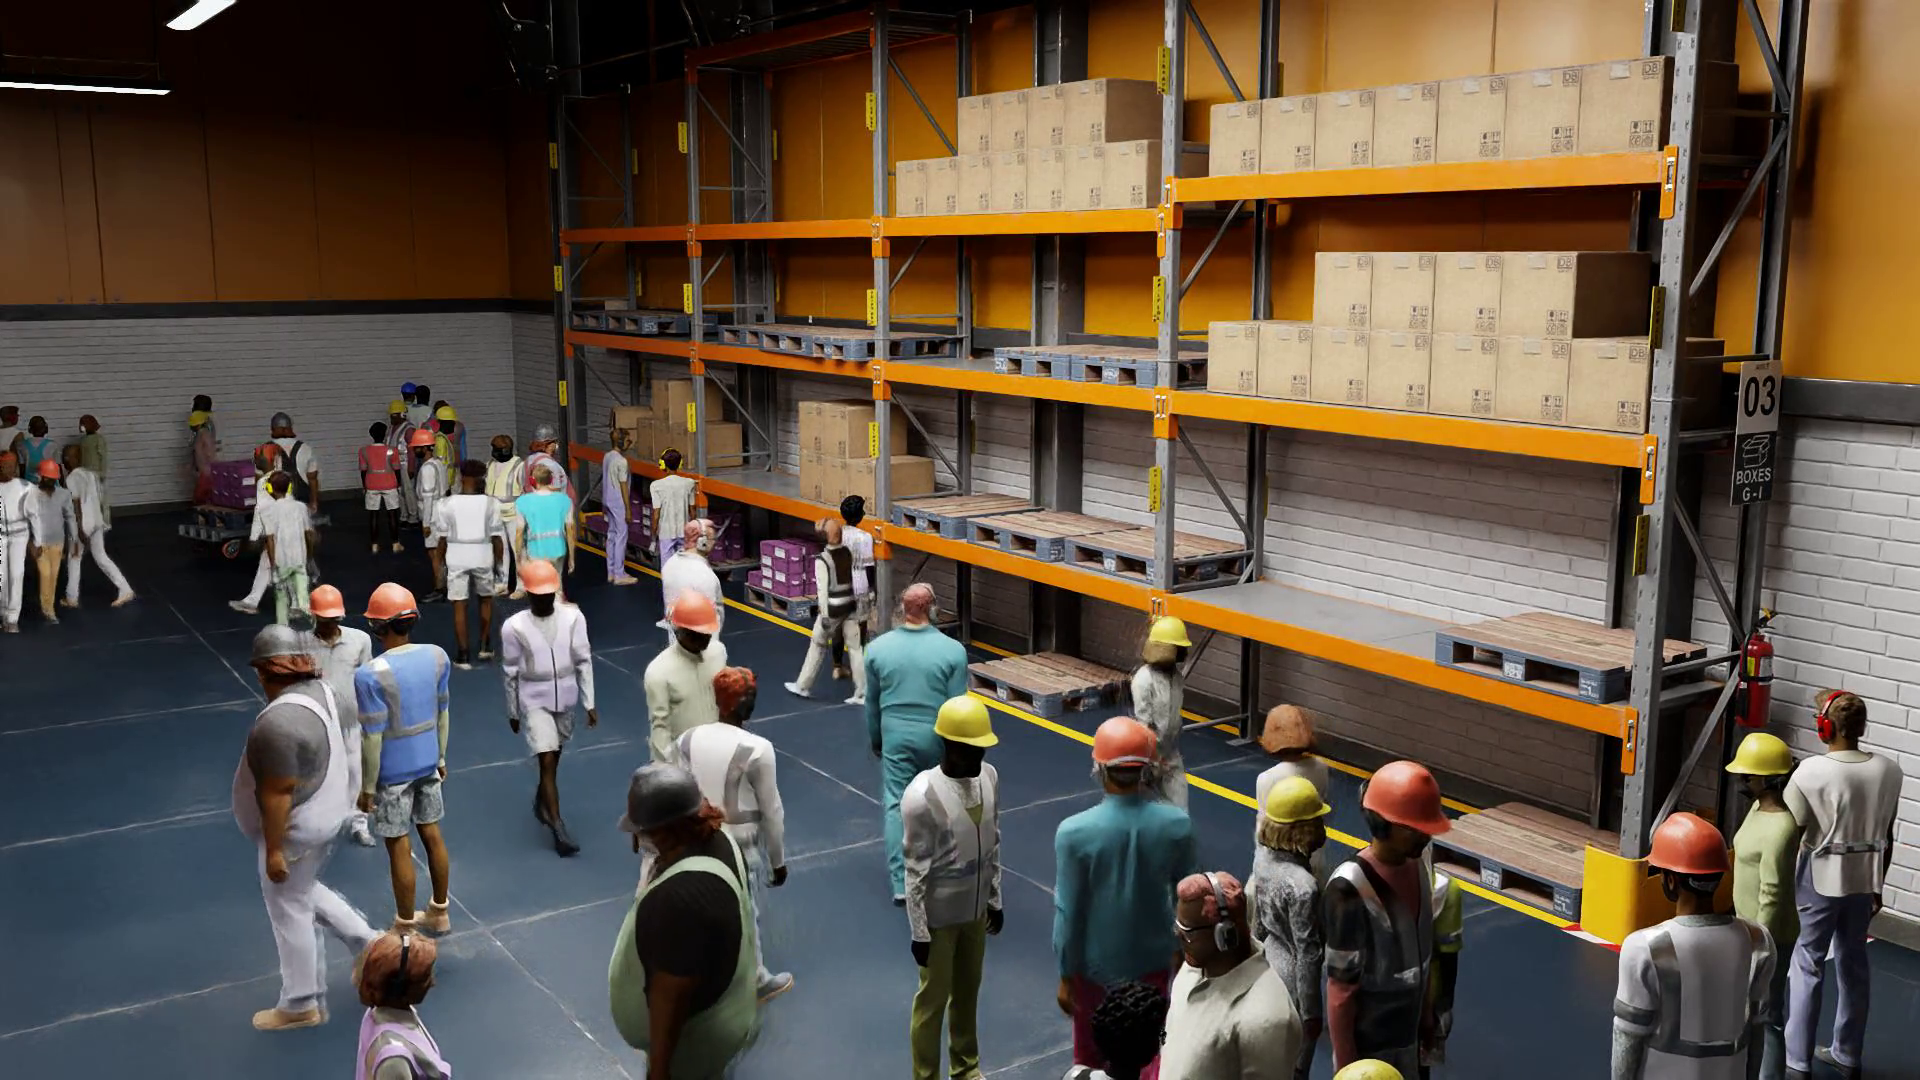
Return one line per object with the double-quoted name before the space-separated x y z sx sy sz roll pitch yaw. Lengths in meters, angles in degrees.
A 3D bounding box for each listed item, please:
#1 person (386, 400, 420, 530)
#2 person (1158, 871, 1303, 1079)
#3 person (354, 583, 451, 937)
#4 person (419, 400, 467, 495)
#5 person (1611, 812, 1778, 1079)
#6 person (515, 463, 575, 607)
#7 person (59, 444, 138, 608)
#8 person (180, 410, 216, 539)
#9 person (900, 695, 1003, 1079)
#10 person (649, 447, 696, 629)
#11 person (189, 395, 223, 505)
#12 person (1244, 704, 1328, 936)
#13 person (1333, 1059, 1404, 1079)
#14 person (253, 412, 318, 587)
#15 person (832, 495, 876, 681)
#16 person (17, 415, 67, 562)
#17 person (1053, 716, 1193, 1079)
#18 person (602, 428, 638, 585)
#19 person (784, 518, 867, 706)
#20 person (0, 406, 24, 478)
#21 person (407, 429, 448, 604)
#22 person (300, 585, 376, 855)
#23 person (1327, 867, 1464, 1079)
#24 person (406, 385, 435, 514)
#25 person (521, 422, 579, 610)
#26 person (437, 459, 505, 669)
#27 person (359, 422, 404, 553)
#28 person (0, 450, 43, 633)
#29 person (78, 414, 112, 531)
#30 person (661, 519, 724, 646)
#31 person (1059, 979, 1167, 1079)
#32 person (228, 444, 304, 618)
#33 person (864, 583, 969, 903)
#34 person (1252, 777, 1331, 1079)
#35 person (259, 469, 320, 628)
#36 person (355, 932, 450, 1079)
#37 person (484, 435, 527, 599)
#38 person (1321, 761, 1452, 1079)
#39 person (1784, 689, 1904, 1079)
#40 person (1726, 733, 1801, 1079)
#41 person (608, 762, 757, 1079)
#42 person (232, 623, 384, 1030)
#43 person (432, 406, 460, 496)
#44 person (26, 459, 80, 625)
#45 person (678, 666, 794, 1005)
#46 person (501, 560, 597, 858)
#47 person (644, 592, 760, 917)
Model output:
"person" -7.795 -1.052 23.246 0.404 1.826 0.596 -9 13 -42
"person" 0.816 1.970 5.299 0.401 1.894 0.653 -3 10 -15
"person" -3.063 1.242 9.122 0.372 2.044 0.607 5 11 28
"person" -7.136 -1.010 22.974 0.627 1.835 0.431 -4 10 -22
"person" 2.468 1.881 5.714 0.543 1.929 0.386 -1 10 -7
"person" -3.992 0.170 16.042 0.596 1.823 0.468 -6 11 -32
"person" -9.393 -0.143 17.979 0.847 1.806 0.514 2 10 9
"person" -10.230 -0.877 22.400 0.624 1.740 0.555 -6 12 -33
"person" -0.007 1.611 7.320 0.397 1.920 0.587 8 13 39
"person" -2.942 -0.019 17.032 0.535 1.869 0.314 -7 12 -34
"person" -10.798 -1.162 23.821 0.429 1.846 0.625 -1 10 -8
"person" 1.584 1.603 8.266 0.513 1.610 0.539 -6 12 -33
"person" 1.038 2.201 4.402 0.320 1.738 0.483 -1 10 -9
"person" -7.818 -0.484 19.257 0.690 2.000 0.535 -8 13 -40
"person" -0.963 0.440 14.840 0.539 1.695 0.319 7 12 37
"person" -11.437 -0.631 20.738 0.501 1.839 0.346 -3 10 -15
"person" 0.697 1.697 6.761 0.650 1.952 0.977 -2 10 -14
"person" -3.960 -0.387 19.311 0.354 1.835 0.517 -7 12 -35
"person" -1.108 0.609 14.147 0.837 1.589 0.505 7 12 36
"person" -12.630 -0.864 22.104 0.562 1.834 0.401 4 11 25
"person" -5.830 -0.257 18.271 0.380 1.933 0.545 -1 10 -7
"person" -3.996 1.137 10.613 0.566 1.744 0.350 -6 12 -33
"person" 1.736 1.833 6.683 0.535 1.694 0.319 4 10 20
"person" -7.942 -1.326 24.583 0.587 1.913 0.395 4 10 22
"person" -4.386 -0.253 17.900 0.538 2.000 0.683 -8 12 -39
"person" -4.548 0.208 15.533 0.587 1.929 0.678 -4 10 -20
"person" -7.420 -0.667 21.345 0.532 1.696 0.319 -1 10 -6
"person" -9.647 0.017 16.857 0.608 1.862 0.427 -6 11 -31
"person" -12.021 -0.926 23.058 0.506 1.633 0.268 5 11 25
"person" -1.925 0.783 12.271 0.401 1.895 0.650 -8 12 -39
"person" 0.474 2.130 4.944 0.320 1.694 0.534 -6 12 -33
"person" -7.320 -0.078 17.438 0.924 1.843 0.611 -1 10 -4
"person" -0.222 1.170 10.039 0.674 1.863 0.932 2 10 13
"person" 1.333 1.802 6.709 0.289 1.746 0.486 -2 10 -14
"person" -6.248 0.249 15.677 0.881 1.817 0.534 9 13 43
"person" -1.812 2.072 5.434 0.309 1.640 0.511 -4 11 -24
"person" -5.046 -0.258 18.531 0.624 1.841 0.430 5 11 28
"person" 1.557 1.773 6.047 0.411 2.033 0.613 9 13 44
"person" 4.010 1.600 7.627 0.563 1.838 0.388 -2 10 -10
"person" 3.476 1.700 7.265 0.340 1.761 0.525 3 10 18
"person" -0.972 1.751 6.143 0.645 2.000 0.710 1 10 4
"person" -3.284 1.386 8.282 0.639 2.000 0.740 0 10 0
"person" -6.531 -0.744 21.154 0.400 1.919 0.590 -3 10 -16
"person" -9.418 0.015 17.255 0.719 1.713 0.571 7 12 34
"person" -1.169 1.530 8.089 0.572 1.839 0.980 9 13 41
"person" -2.692 1.036 10.841 0.544 1.888 1.045 -6 11 -32
"person" -1.482 1.239 9.426 0.777 1.942 0.646 9 13 42
